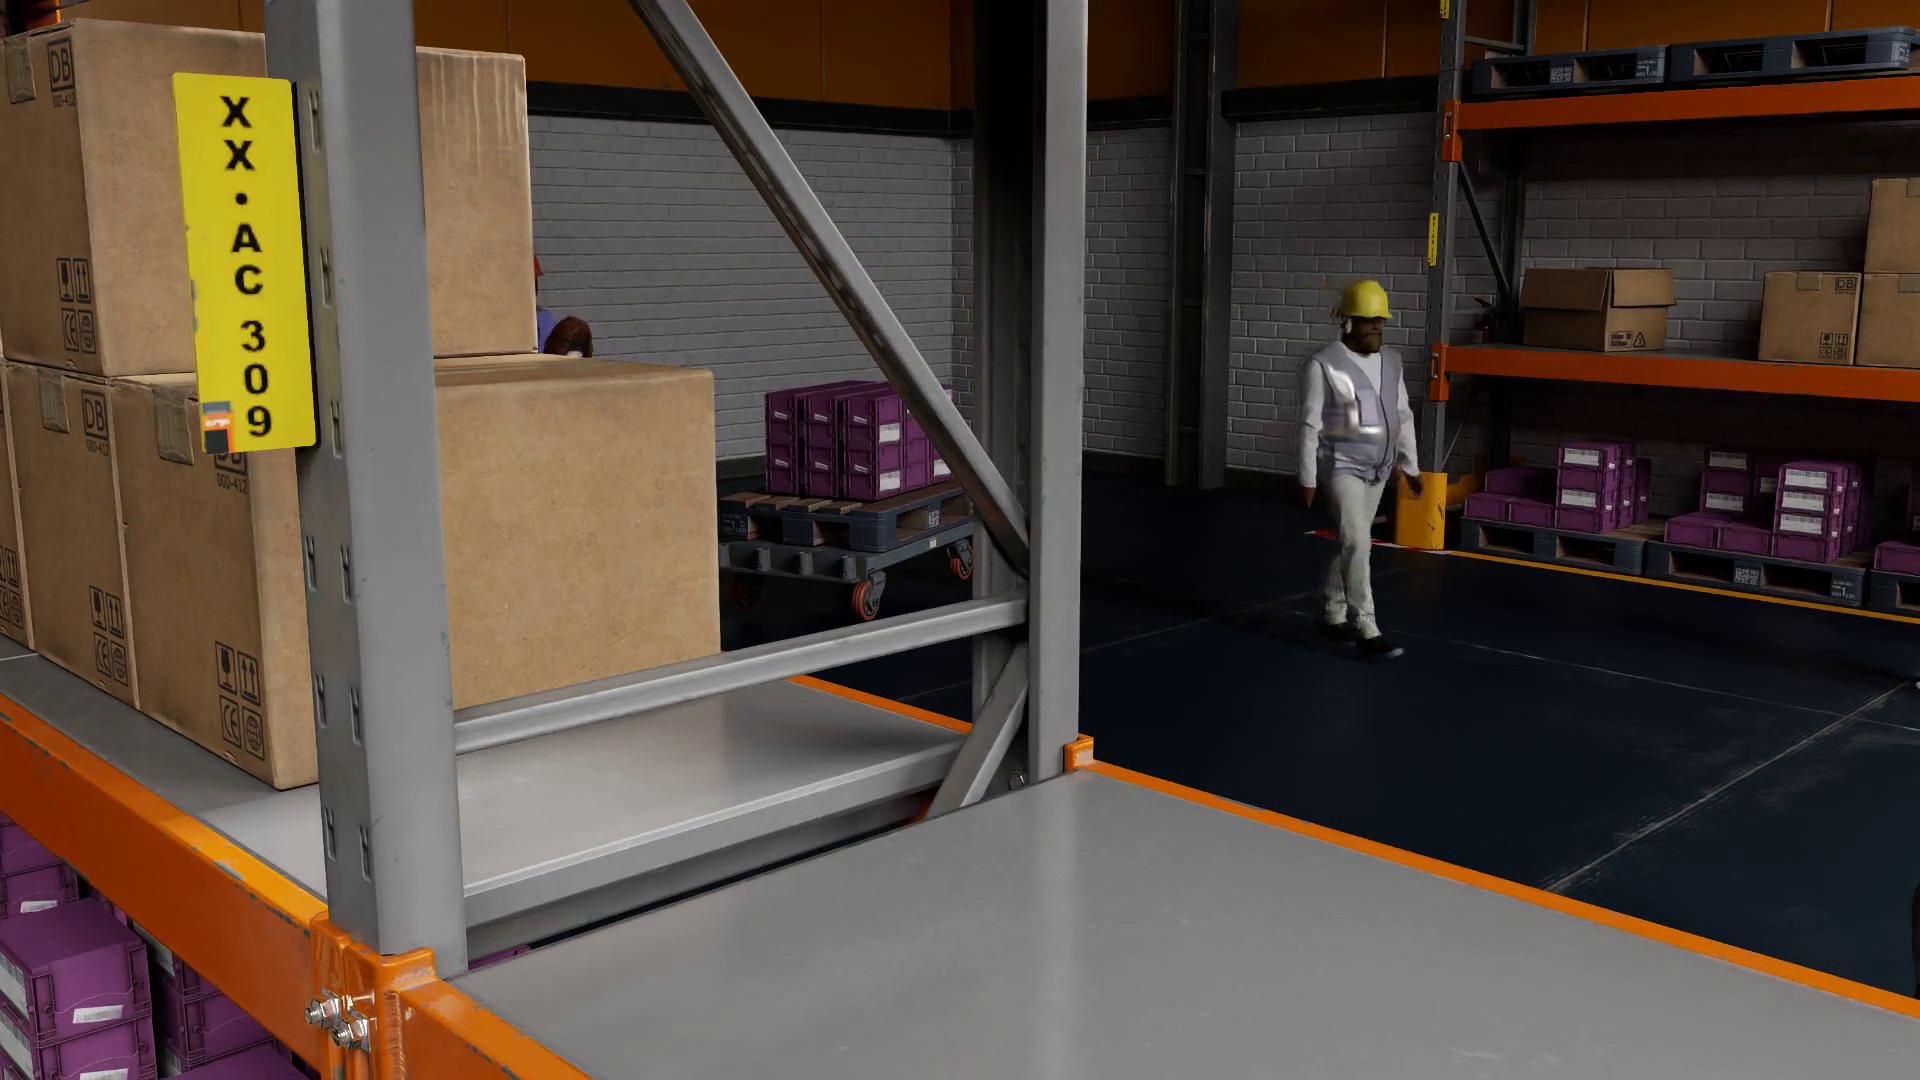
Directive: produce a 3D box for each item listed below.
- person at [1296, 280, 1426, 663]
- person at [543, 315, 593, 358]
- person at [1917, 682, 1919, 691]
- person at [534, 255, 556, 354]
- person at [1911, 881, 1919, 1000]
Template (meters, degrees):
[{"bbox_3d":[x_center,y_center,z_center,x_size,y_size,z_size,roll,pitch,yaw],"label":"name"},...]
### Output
[{"bbox_3d":[1.991,-0.325,7.962,0.601,1.805,0.796,-7,13,-34],"label":"person"},{"bbox_3d":[-2.102,-0.405,8.920,0.516,1.605,0.608,-2,11,-8],"label":"person"},{"bbox_3d":[4.354,-0.221,7.098,0.398,1.919,0.592,4,11,21],"label":"person"},{"bbox_3d":[-2.671,-0.820,10.286,0.545,1.942,0.353,4,11,23],"label":"person"},{"bbox_3d":[2.525,0.360,3.859,0.631,1.940,0.372,-3,11,-14],"label":"person"}]
